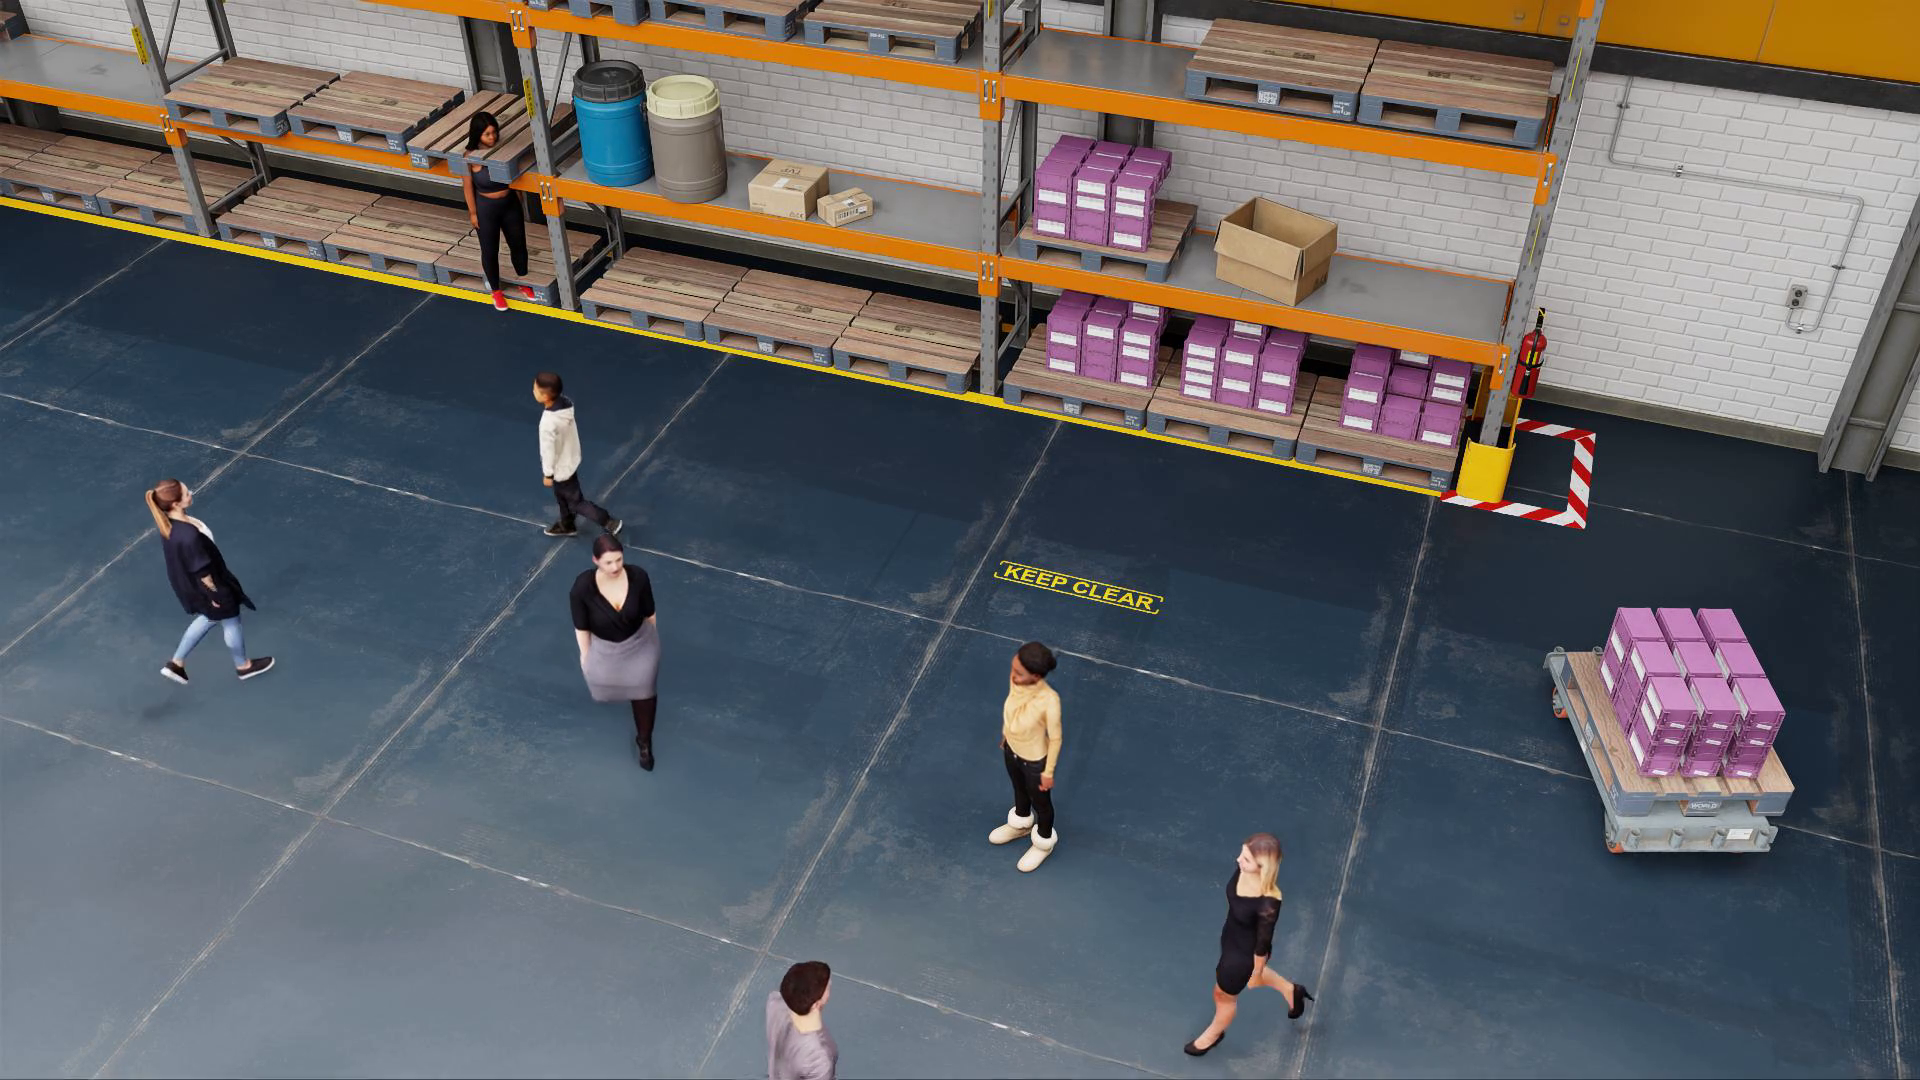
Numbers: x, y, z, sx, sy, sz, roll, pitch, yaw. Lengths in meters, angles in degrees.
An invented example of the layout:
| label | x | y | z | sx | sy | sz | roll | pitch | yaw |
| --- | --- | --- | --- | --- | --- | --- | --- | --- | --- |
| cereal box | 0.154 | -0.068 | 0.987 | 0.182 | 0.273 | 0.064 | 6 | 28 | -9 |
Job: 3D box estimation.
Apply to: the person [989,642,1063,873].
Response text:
| label | x | y | z | sx | sy | sz | roll | pitch | yaw |
| --- | --- | --- | --- | --- | --- | --- | --- | --- | --- |
| person | 0.406 | 1.215 | 9.531 | 0.747 | 1.659 | 0.653 | -24 | 45 | -27 |

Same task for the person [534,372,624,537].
| label | x | y | z | sx | sy | sz | roll | pitch | yaw |
| --- | --- | --- | --- | --- | --- | --- | --- | --- | --- |
| person | -2.779 | -0.554 | 11.924 | 0.945 | 1.437 | 0.758 | 1 | 39 | 1 |

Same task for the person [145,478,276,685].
| label | x | y | z | sx | sy | sz | roll | pitch | yaw |
| --- | --- | --- | --- | --- | --- | --- | --- | --- | --- |
| person | -4.928 | 0.318 | 10.649 | 0.925 | 1.666 | 0.951 | -31 | 48 | -33 |

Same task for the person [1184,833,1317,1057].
| label | x | y | z | sx | sy | sz | roll | pitch | yaw |
| --- | --- | --- | --- | --- | --- | --- | --- | --- | --- |
| person | 1.527 | 2.069 | 8.463 | 1.017 | 1.657 | 0.835 | -6 | 39 | -8 |

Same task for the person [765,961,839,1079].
| label | x | y | z | sx | sy | sz | roll | pitch | yaw |
| --- | --- | --- | --- | --- | --- | --- | --- | --- | --- |
| person | -0.792 | 2.638 | 7.623 | 1.078 | 1.818 | 1.127 | -22 | 44 | -26 |

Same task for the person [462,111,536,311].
| label | x | y | z | sx | sy | sz | roll | pitch | yaw |
| --- | --- | --- | --- | --- | --- | --- | --- | --- | --- |
| person | -4.061 | -2.908 | 14.569 | 0.771 | 1.815 | 0.804 | -23 | 44 | -26 |

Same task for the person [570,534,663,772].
| label | x | y | z | sx | sy | sz | roll | pitch | yaw |
| --- | --- | --- | --- | --- | --- | --- | --- | --- | --- |
| person | -2.110 | 0.638 | 10.189 | 1.007 | 1.740 | 1.047 | -14 | 41 | -17 |
